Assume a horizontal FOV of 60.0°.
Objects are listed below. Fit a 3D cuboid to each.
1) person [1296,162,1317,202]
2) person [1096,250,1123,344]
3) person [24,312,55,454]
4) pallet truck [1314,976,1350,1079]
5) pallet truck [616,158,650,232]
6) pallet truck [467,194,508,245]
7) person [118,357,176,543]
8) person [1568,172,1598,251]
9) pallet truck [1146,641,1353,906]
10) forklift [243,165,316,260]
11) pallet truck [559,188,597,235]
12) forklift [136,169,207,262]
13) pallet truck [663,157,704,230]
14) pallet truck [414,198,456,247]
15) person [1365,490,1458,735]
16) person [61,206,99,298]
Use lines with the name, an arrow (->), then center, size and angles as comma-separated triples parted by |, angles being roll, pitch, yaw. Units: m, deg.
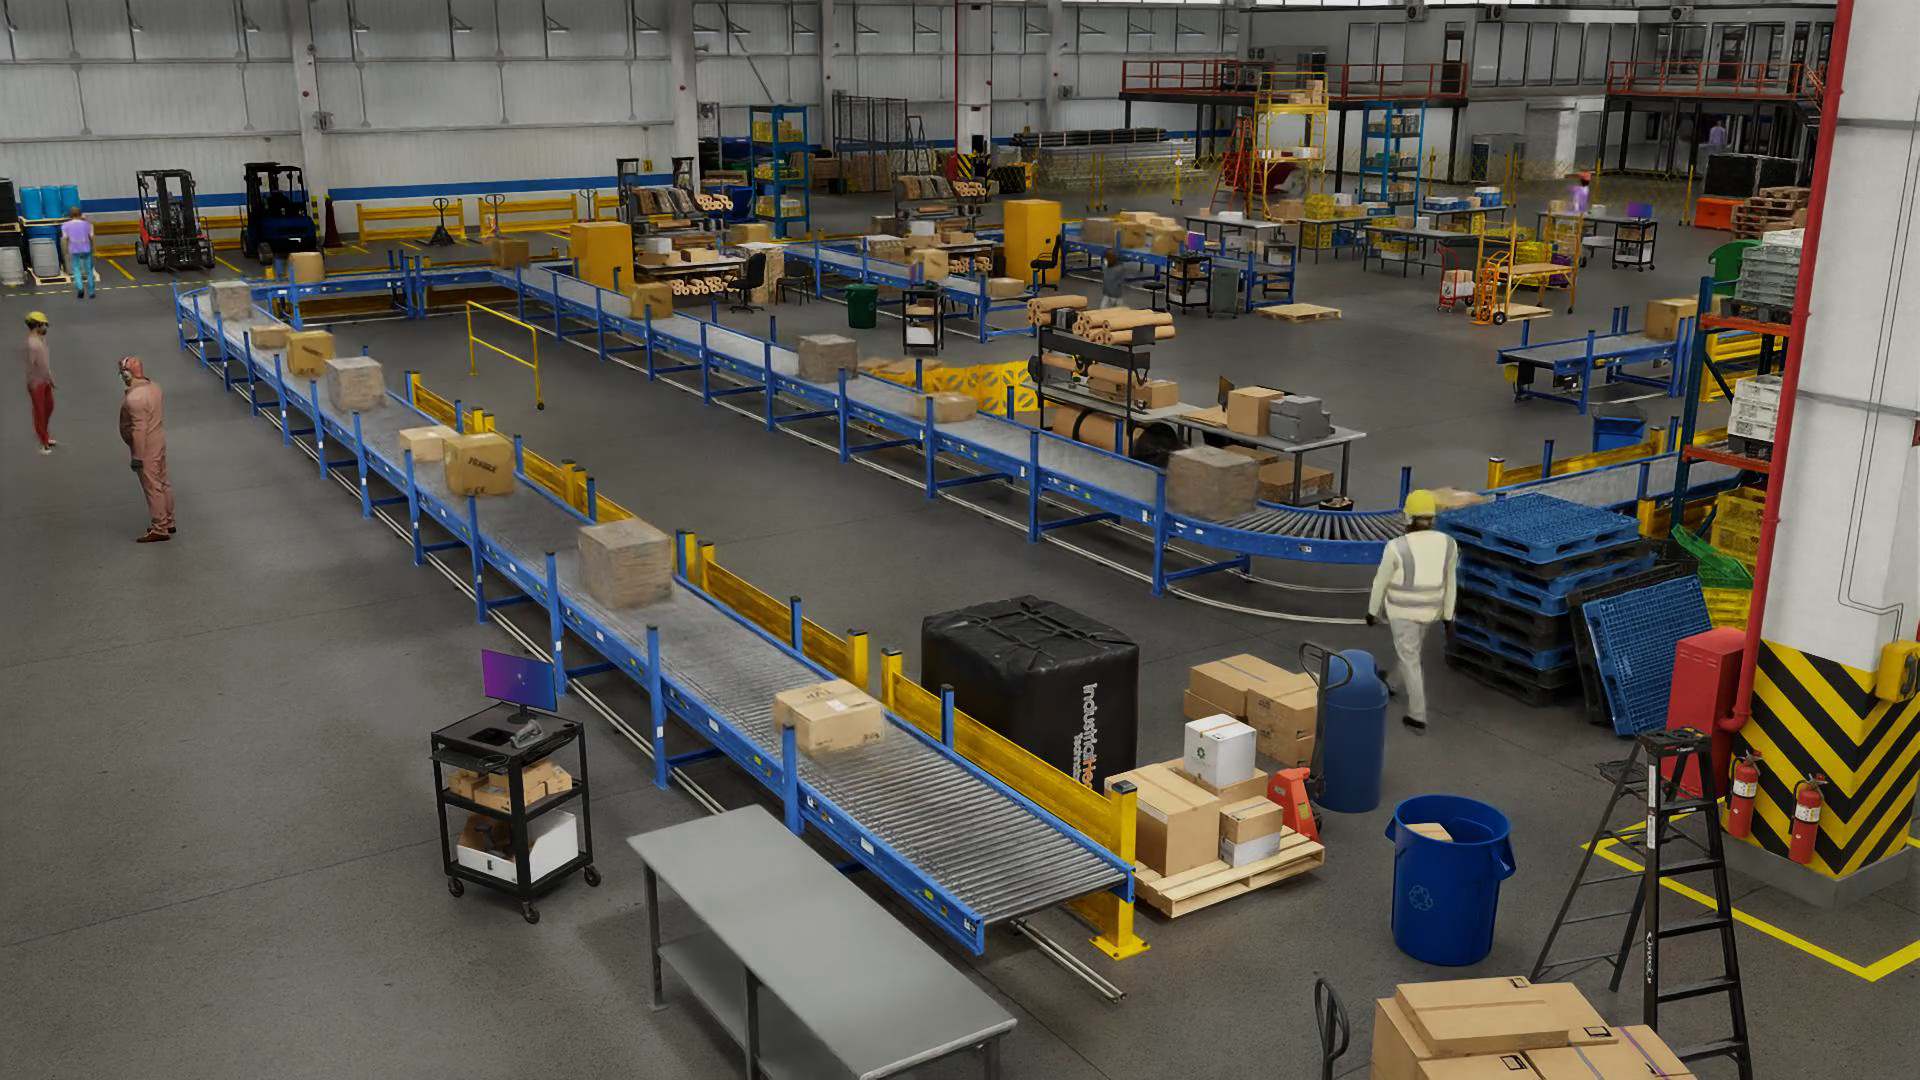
person -> 10.970, -11.546, 52.635 | 0.498, 1.710, 0.852 | -12, 21, -35
person -> 2.531, -4.052, 27.870 | 0.551, 1.605, 0.508 | -14, 21, -38
person -> -11.434, -1.947, 20.681 | 0.320, 1.722, 0.642 | -4, 17, -13
pallet truck -> 2.299, 2.390, 7.086 | 1.601, 1.201, 0.680 | -2, 17, -7
pallet truck -> -8.918, -9.176, 44.255 | 0.823, 1.965, 1.885 | -9, 19, -27
pallet truck -> -11.983, -8.177, 42.137 | 0.704, 1.261, 1.522 | -11, 20, -33
person -> -8.323, -0.926, 16.971 | 0.406, 1.902, 0.638 | -2, 17, -7
person -> 15.130, -7.969, 40.422 | 0.552, 1.885, 0.982 | -9, 19, -27
pallet truck -> 1.664, 1.407, 10.232 | 1.630, 1.274, 0.653 | -10, 20, -31
forklift -> -15.898, -7.669, 38.708 | 1.157, 1.987, 2.680 | -11, 20, -33
pallet truck -> -10.010, -8.652, 43.699 | 0.653, 1.274, 1.630 | -10, 20, -31
forklift -> -17.842, -7.318, 37.559 | 1.157, 1.987, 2.680 | -10, 20, -31
pallet truck -> -7.586, -9.308, 44.692 | 0.823, 1.965, 1.885 | -11, 20, -33
pallet truck -> -13.250, -8.060, 41.856 | 0.680, 1.201, 1.601 | -10, 20, -31
person -> 3.347, 0.491, 12.453 | 0.602, 1.780, 0.942 | -5, 18, -17
person -> -17.406, -5.697, 32.968 | 0.609, 1.832, 0.434 | -9, 19, -28
